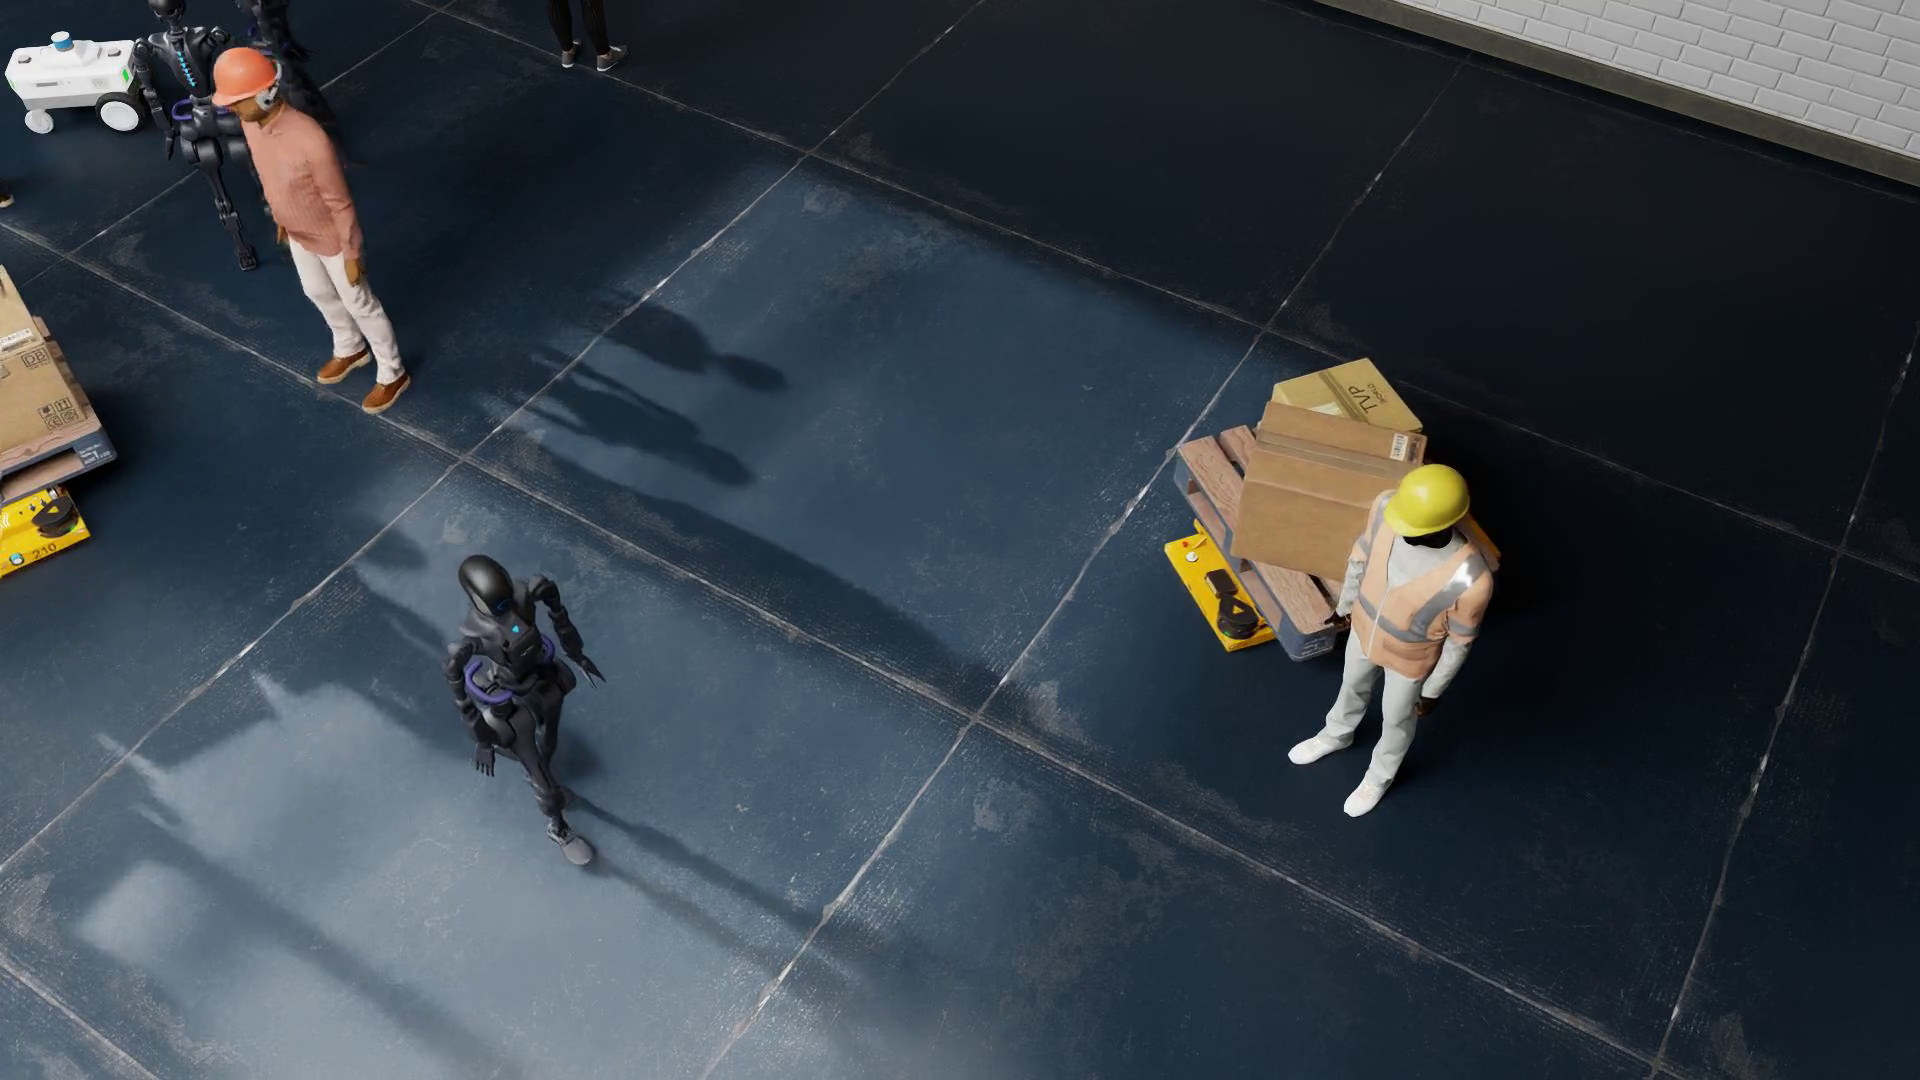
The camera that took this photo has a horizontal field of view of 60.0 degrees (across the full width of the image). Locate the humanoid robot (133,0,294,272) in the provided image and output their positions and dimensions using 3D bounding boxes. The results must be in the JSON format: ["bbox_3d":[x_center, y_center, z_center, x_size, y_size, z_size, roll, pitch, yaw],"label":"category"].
[{"bbox_3d":[-3.926,-2.169,8.767,0.599,1.657,0.315,-11,50,-10],"label":"humanoid robot"}]

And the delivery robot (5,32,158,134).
[{"bbox_3d":[-5.301,-2.781,10.069,0.811,0.613,0.499,-6,49,-5],"label":"delivery robot"}]

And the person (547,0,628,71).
[{"bbox_3d":[-2.380,-3.648,10.017,0.747,1.755,0.442,11,50,10],"label":"person"}]

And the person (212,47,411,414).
[{"bbox_3d":[-3.083,-1.470,7.968,0.643,1.980,0.406,28,55,22],"label":"person"}]

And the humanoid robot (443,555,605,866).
[{"bbox_3d":[-1.633,0.594,6.366,0.537,1.645,0.608,30,55,24],"label":"humanoid robot"}]

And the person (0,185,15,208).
[{"bbox_3d":[-5.665,-2.573,8.956,0.456,1.944,0.641,33,57,26],"label":"person"}]

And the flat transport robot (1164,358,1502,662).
[{"bbox_3d":[1.747,0.037,7.783,1.431,0.231,0.659,-17,51,-14],"label":"flat transport robot"}]

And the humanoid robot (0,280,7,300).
[{"bbox_3d":[-4.736,-1.090,7.813,0.530,1.826,0.654,-25,53,-20],"label":"humanoid robot"}]

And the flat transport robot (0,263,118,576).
[{"bbox_3d":[-4.828,-0.354,8.124,0.659,0.231,1.431,-29,55,-23],"label":"flat transport robot"}]

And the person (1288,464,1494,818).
[{"bbox_3d":[1.658,0.386,6.385,0.378,1.916,0.585,-27,54,-22],"label":"person"}]

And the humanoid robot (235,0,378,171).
[{"bbox_3d":[-3.725,-2.635,9.210,0.596,1.651,0.609,-14,50,-12],"label":"humanoid robot"}]
